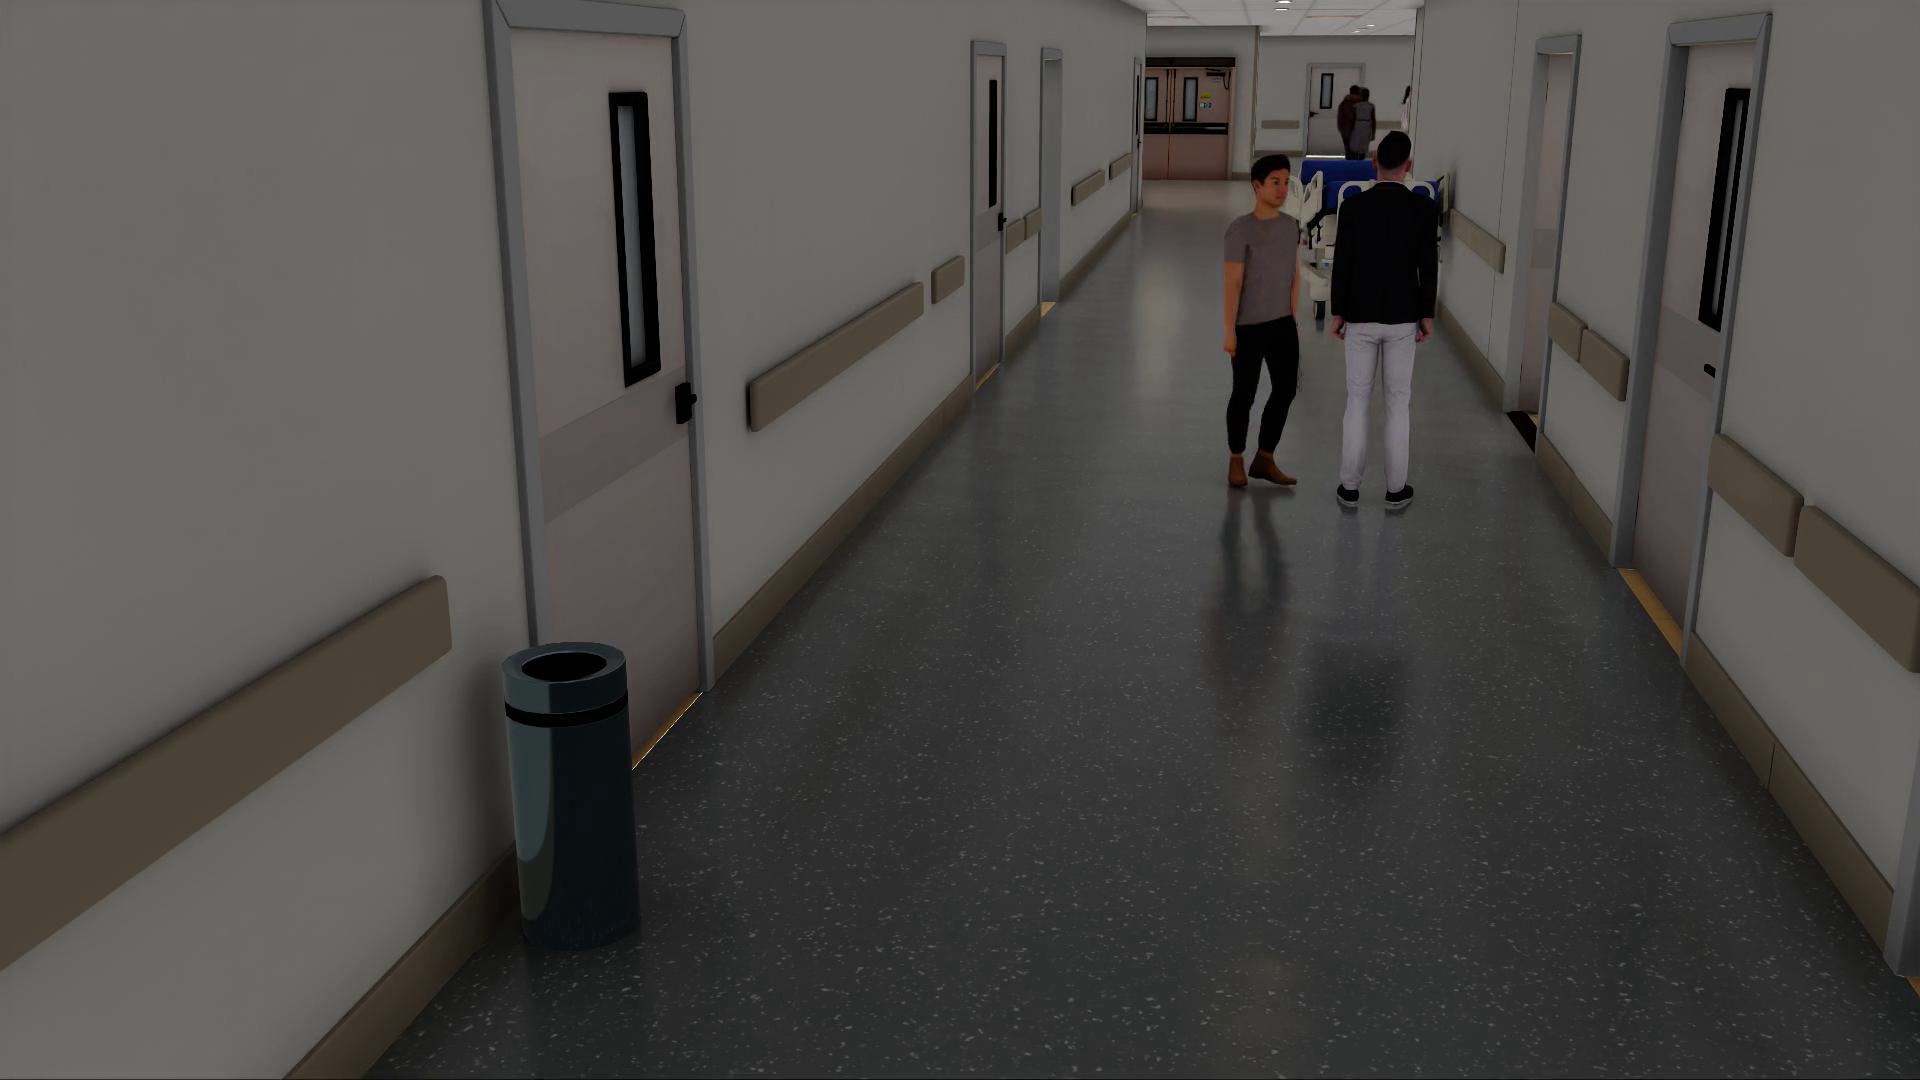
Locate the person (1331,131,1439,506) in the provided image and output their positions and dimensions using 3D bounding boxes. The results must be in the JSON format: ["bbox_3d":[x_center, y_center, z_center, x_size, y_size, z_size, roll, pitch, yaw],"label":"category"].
[{"bbox_3d":[2.101,-1.102,8.309,0.498,1.843,0.737,4,16,15],"label":"person"}]

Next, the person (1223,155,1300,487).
[{"bbox_3d":[1.561,-1.146,8.713,0.721,1.710,0.809,-6,17,-20],"label":"person"}]

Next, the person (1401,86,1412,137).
[{"bbox_3d":[11.023,-10.340,41.229,0.913,1.759,0.673,4,16,14],"label":"person"}]

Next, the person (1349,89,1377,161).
[{"bbox_3d":[7.979,-8.044,33.051,0.623,1.778,0.750,4,16,14],"label":"person"}]

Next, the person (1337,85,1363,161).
[{"bbox_3d":[8.164,-8.508,34.620,0.727,1.822,0.866,0,16,0],"label":"person"}]
